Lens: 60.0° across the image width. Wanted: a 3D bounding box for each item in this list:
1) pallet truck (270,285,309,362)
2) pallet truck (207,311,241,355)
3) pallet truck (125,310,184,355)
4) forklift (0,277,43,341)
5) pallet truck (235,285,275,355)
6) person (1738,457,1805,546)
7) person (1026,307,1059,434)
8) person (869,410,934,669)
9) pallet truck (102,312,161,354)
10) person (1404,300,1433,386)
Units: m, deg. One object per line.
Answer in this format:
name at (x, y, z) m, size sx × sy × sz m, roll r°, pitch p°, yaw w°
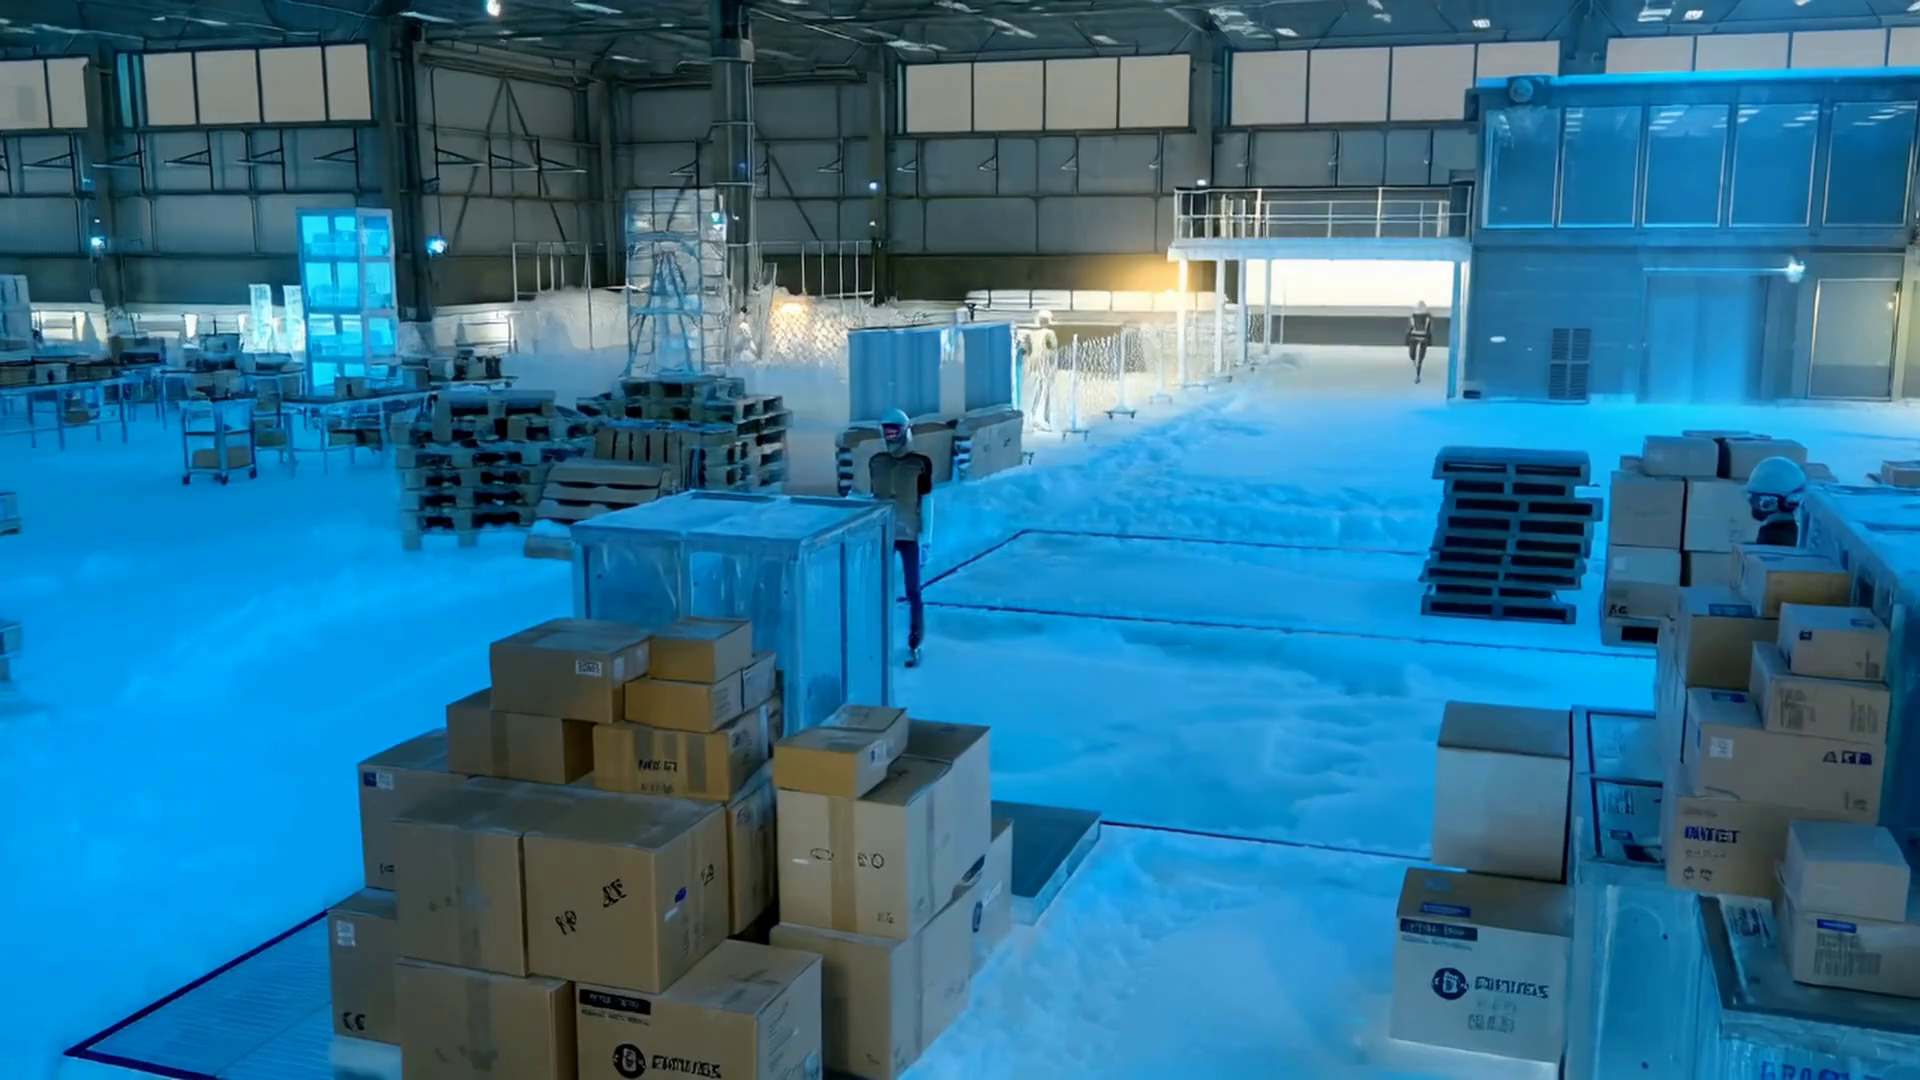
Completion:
pallet truck at (-17.147, -5.700, 43.663) m, size 0.823 × 1.965 × 1.885 m, roll 3°, pitch 11°, yaw 17°
pallet truck at (-19.537, -5.575, 44.913) m, size 0.653 × 1.274 × 1.630 m, roll 3°, pitch 11°, yaw 19°
pallet truck at (-22.038, -5.665, 45.457) m, size 0.704 × 1.261 × 1.522 m, roll 3°, pitch 11°, yaw 17°
forklift at (-27.151, -6.329, 46.328) m, size 1.157 × 1.987 × 2.680 m, roll 3°, pitch 11°, yaw 17°
pallet truck at (-18.327, -5.835, 44.421) m, size 0.823 × 1.965 × 1.885 m, roll 4°, pitch 11°, yaw 23°
person at (4.013, 0.580, 8.301) m, size 0.611 × 1.995 × 0.380 m, roll -10°, pitch 14°, yaw -44°
person at (1.337, -2.721, 26.756) m, size 0.607 × 2.045 × 0.390 m, roll 10°, pitch 14°, yaw 43°
person at (-0.442, -0.005, 11.950) m, size 0.532 × 1.868 × 0.310 m, roll 4°, pitch 11°, yaw 20°
pallet truck at (-23.057, -5.777, 46.261) m, size 0.680 × 1.201 × 1.601 m, roll 3°, pitch 11°, yaw 19°
person at (10.000, -4.305, 36.250) m, size 0.581 × 1.852 × 0.938 m, roll 4°, pitch 11°, yaw 22°
